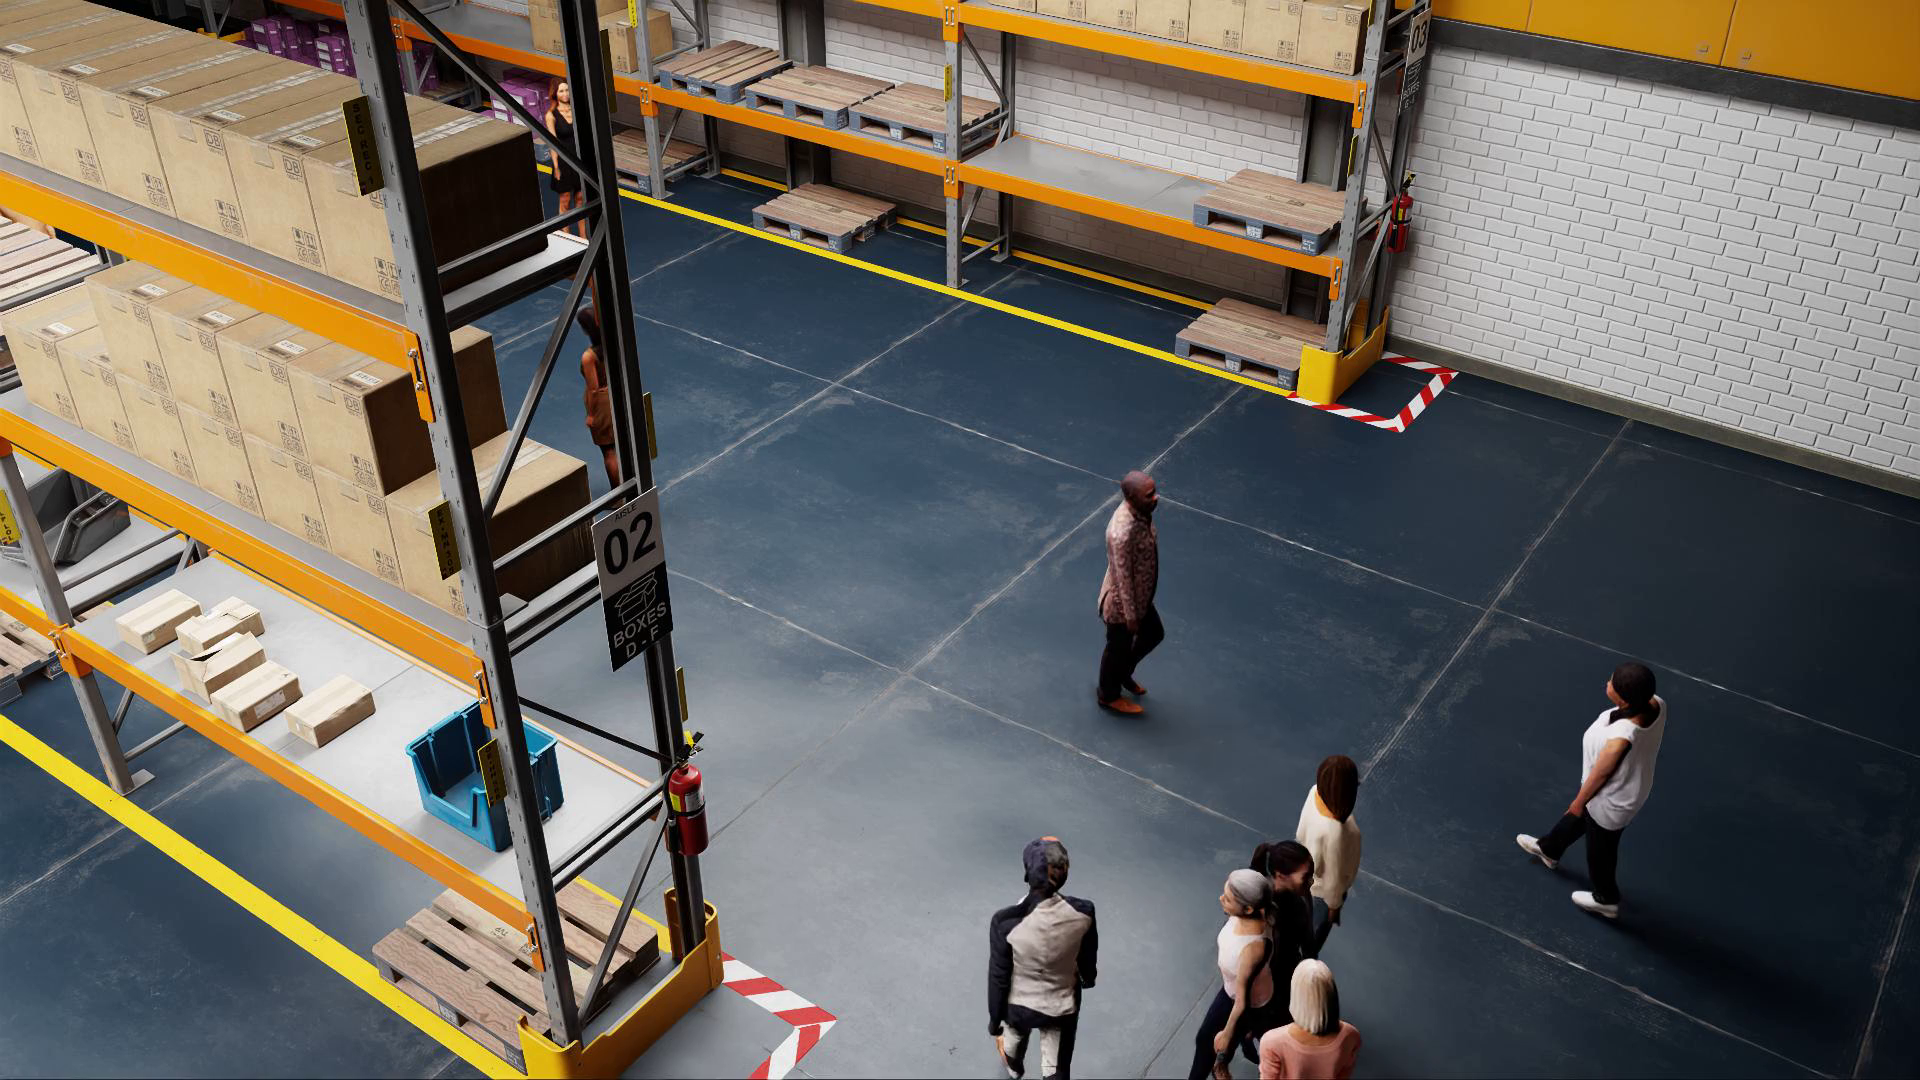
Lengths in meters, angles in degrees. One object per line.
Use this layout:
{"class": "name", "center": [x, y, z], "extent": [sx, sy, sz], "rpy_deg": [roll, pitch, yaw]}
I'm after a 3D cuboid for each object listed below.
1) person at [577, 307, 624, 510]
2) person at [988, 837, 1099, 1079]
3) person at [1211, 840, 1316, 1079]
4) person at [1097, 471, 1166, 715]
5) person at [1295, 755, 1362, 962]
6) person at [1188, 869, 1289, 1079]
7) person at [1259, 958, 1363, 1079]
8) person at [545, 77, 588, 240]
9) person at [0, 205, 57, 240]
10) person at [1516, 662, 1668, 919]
{"class": "person", "center": [-2.707, -1.011, 12.723], "extent": [0.608, 1.685, 0.621], "rpy_deg": [9, 35, 13]}
{"class": "person", "center": [0.392, 2.217, 7.724], "extent": [1.235, 1.843, 1.280], "rpy_deg": [-5, 34, -7]}
{"class": "person", "center": [1.455, 2.052, 8.140], "extent": [0.709, 1.658, 0.704], "rpy_deg": [-20, 38, -27]}
{"class": "person", "center": [0.993, 0.338, 10.597], "extent": [0.661, 1.792, 0.722], "rpy_deg": [15, 36, 21]}
{"class": "person", "center": [1.830, 1.762, 8.555], "extent": [0.738, 1.680, 0.703], "rpy_deg": [-2, 34, -3]}
{"class": "person", "center": [1.472, 2.220, 7.888], "extent": [1.184, 1.656, 1.046], "rpy_deg": [-1, 34, -2]}
{"class": "person", "center": [1.508, 2.525, 7.369], "extent": [0.664, 1.723, 0.734], "rpy_deg": [-4, 34, -6]}
{"class": "person", "center": [-3.913, -3.734, 16.684], "extent": [0.570, 1.834, 0.615], "rpy_deg": [28, 43, 35]}
{"class": "person", "center": [-8.427, -2.613, 15.074], "extent": [0.573, 1.751, 0.649], "rpy_deg": [22, 40, 30]}
{"class": "person", "center": [3.607, 1.389, 9.128], "extent": [0.957, 1.668, 0.725], "rpy_deg": [27, 42, 34]}
